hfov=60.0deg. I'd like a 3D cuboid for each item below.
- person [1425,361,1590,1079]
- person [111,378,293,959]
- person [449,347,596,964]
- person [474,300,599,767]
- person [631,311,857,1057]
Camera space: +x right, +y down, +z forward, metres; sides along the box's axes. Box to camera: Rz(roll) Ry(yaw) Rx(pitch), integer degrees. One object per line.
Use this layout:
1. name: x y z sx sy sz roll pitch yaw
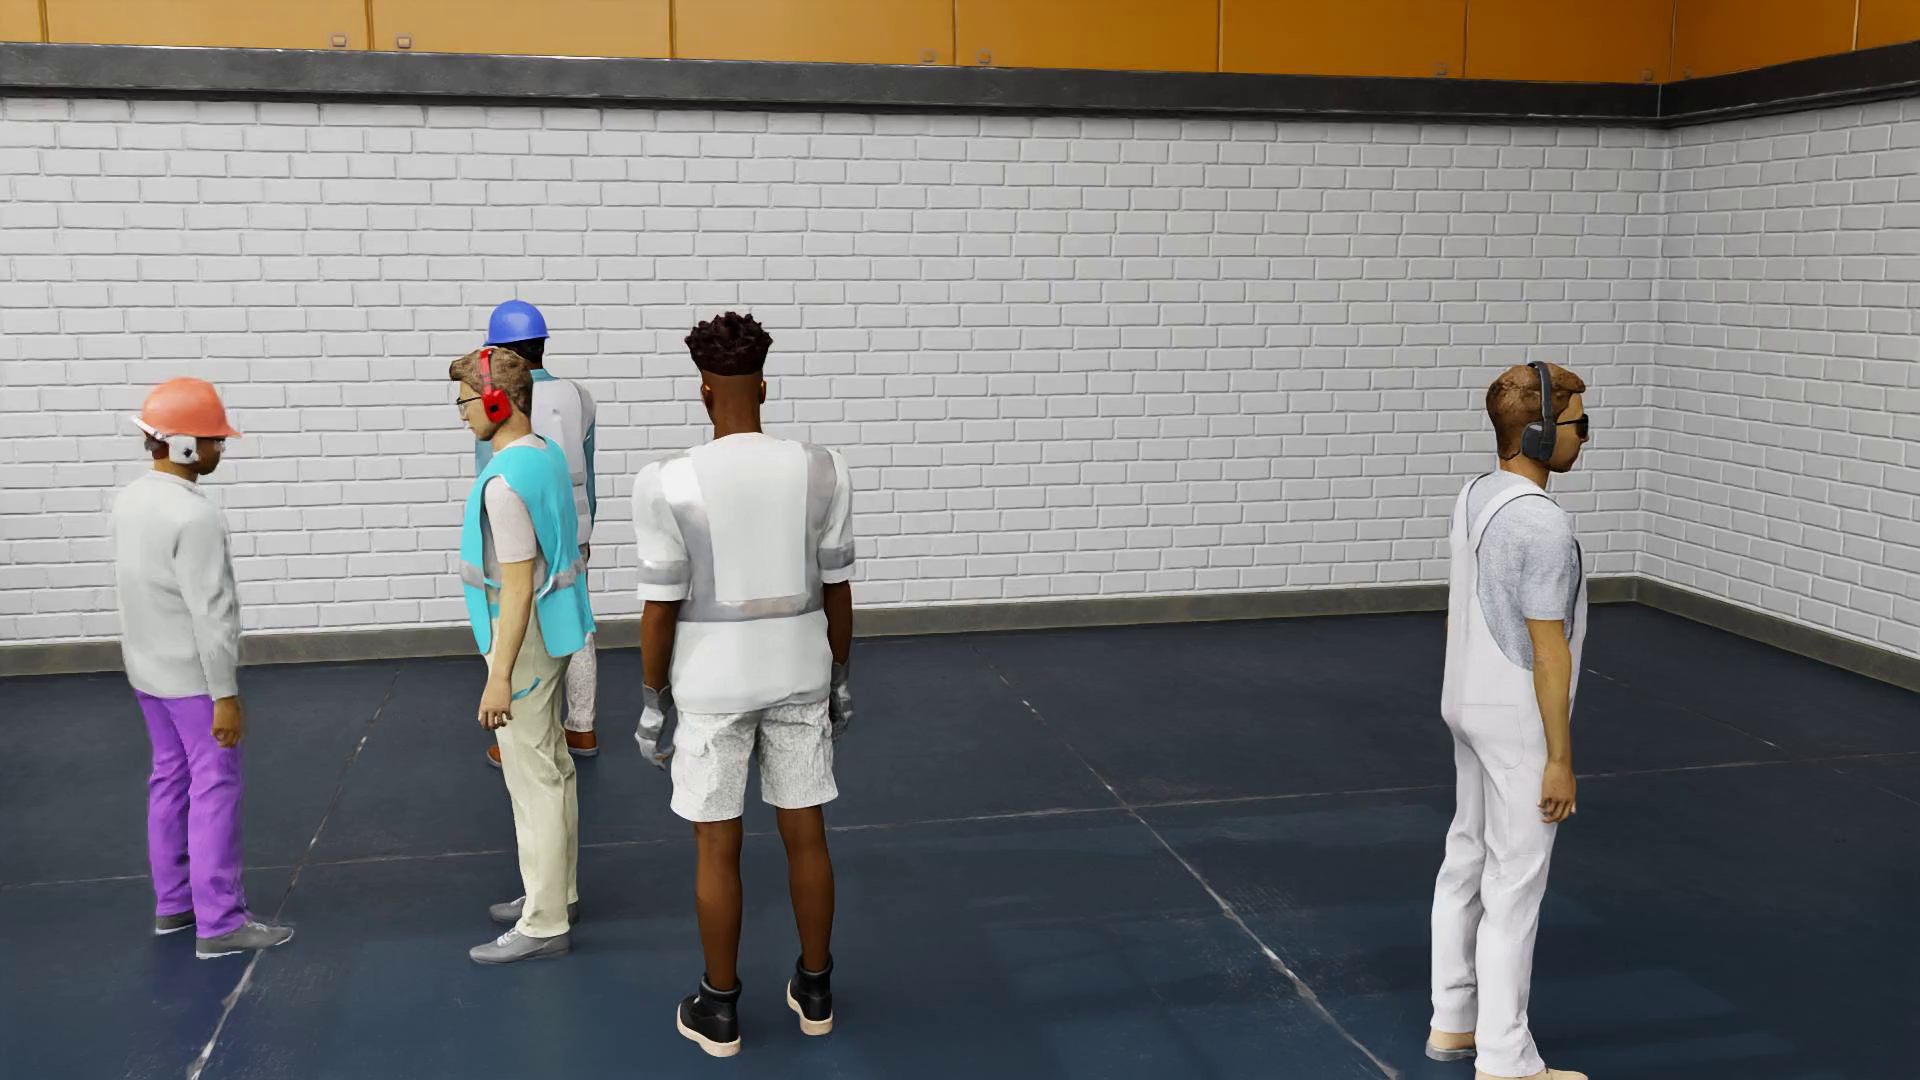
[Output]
1. person: 1.383 0.480 4.145 0.341 1.845 0.511 -1 9 -9
2. person: -2.325 0.384 5.058 0.583 1.738 0.348 8 12 41
3. person: -1.300 0.344 4.995 0.389 1.838 0.563 -1 9 -3
4. person: -1.757 -0.015 6.890 0.416 1.939 0.604 6 11 34
5. person: -0.564 0.381 4.401 0.600 1.959 0.384 -4 10 -24
